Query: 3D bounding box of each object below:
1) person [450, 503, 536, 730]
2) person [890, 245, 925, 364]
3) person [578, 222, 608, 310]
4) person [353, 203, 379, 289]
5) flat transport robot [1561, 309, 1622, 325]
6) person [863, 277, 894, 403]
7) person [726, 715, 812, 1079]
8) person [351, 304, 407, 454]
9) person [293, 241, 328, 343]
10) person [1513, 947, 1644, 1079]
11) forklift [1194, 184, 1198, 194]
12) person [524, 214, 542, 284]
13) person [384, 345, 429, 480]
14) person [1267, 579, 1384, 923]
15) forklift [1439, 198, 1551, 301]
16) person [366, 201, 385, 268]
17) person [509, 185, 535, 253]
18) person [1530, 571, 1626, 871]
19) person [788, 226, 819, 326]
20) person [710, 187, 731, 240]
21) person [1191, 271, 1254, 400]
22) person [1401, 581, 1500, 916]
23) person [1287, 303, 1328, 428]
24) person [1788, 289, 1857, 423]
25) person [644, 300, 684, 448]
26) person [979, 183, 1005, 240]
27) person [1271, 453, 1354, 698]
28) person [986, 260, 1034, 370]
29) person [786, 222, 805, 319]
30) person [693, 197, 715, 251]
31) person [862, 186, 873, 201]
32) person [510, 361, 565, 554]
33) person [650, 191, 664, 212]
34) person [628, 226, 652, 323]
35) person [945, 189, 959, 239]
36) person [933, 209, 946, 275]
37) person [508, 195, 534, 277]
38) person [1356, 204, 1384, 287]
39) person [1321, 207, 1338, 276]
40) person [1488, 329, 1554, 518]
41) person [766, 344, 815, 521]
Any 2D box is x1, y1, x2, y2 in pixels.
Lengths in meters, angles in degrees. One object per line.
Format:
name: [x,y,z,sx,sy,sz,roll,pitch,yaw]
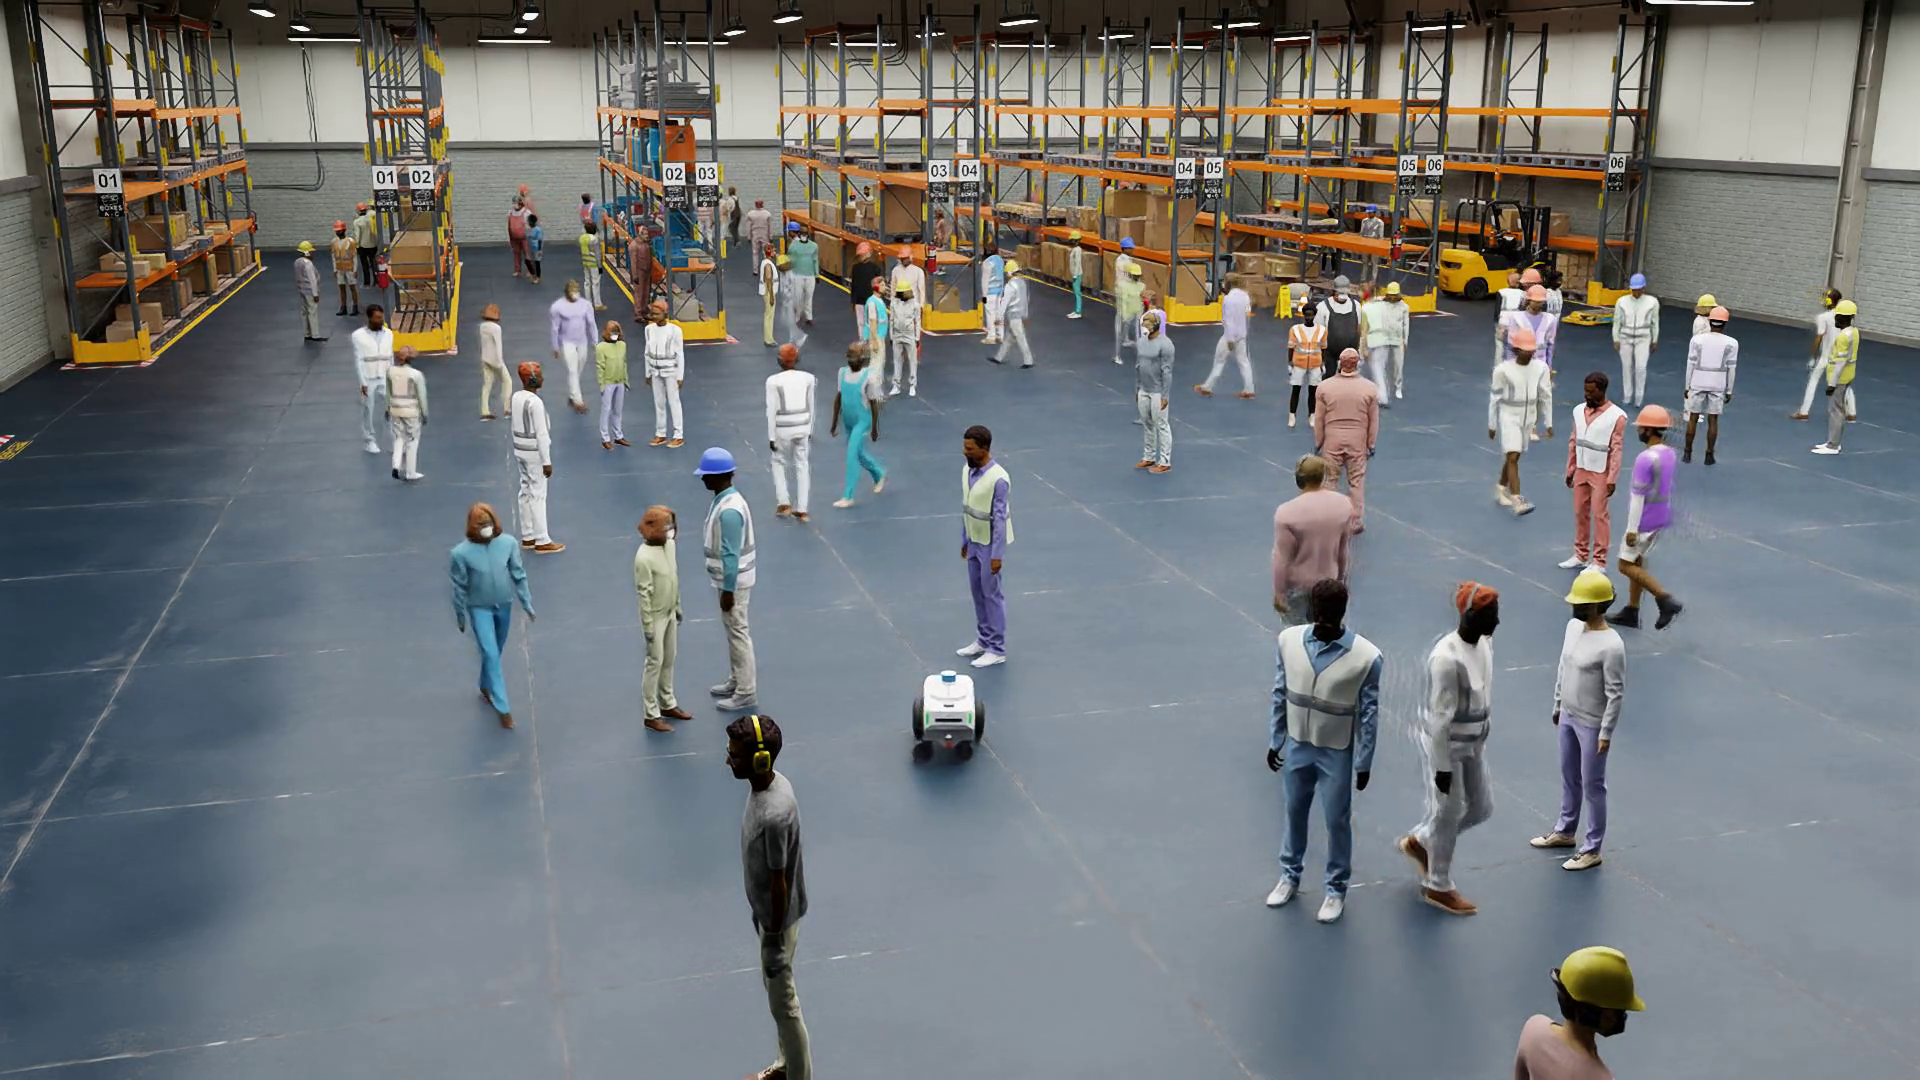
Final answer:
person: [-3.371,0.495,11.938,0.515,1.592,0.842,-12,19,-38]
person: [-0.896,-3.928,27.809,0.622,1.990,0.402,7,16,24]
person: [-7.721,-5.760,34.995,0.620,1.845,0.430,13,19,40]
person: [-13.913,-6.884,38.935,0.397,1.990,0.622,9,17,30]
flat transport robot: [12.731,-4.434,33.013,1.431,0.197,0.652,-6,16,-22]
person: [-1.198,-2.929,24.359,0.434,1.839,0.611,2,15,8]
person: [-0.819,1.627,7.175,0.327,1.861,0.506,-4,15,-14]
person: [-7.211,-1.978,20.692,0.956,1.873,0.606,13,20,40]
person: [-11.870,-4.525,30.358,0.587,1.835,0.403,13,20,41]
person: [1.979,2.139,5.425,0.329,1.764,0.524,-3,15,-12]
forklift: [7.392,-11.333,53.972,1.873,2.768,1.129,-4,15,-15]
person: [-10.203,-6.958,39.820,0.540,1.669,0.384,8,17,26]
person: [-6.424,-1.456,19.248,0.553,1.608,0.470,4,15,14]
person: [1.966,1.114,9.005,0.593,1.910,0.389,10,18,33]
forklift: [11.913,-6.508,37.130,2.313,2.155,1.214,-4,15,-15]
person: [-15.430,-8.050,43.733,0.612,1.782,0.836,1,15,3]
person: [-12.467,-9.140,47.509,0.990,1.940,0.625,-8,17,-27]
person: [3.578,1.031,9.587,0.321,1.766,0.535,-3,15,-12]
person: [-3.041,-5.157,32.546,0.628,1.936,0.375,-7,17,-25]
person: [-6.867,-9.129,47.569,0.596,1.900,0.833,3,15,12]
person: [3.954,-3.017,24.573,1.000,1.887,0.652,9,18,31]
person: [2.684,1.122,9.043,0.455,1.874,0.590,14,20,42]
person: [4.678,-2.351,22.443,0.540,1.695,0.317,1,15,4]
person: [11.975,-2.529,22.910,0.742,1.819,0.544,-2,15,-7]
person: [-3.771,-2.118,21.227,0.581,1.879,0.344,8,17,27]
person: [0.934,-10.368,52.472,0.983,1.779,0.648,9,18,31]
person: [2.531,0.328,11.939,0.640,1.919,0.622,-5,16,-19]
person: [0.843,-3.688,27.318,0.929,1.780,0.595,6,16,21]
person: [-3.310,-5.443,33.595,0.389,1.949,0.604,-3,15,-11]
person: [-7.434,-9.342,48.473,0.621,1.845,0.429,2,15,9]
person: [-2.706,-9.535,49.174,0.511,1.862,0.324,11,18,36]
person: [-4.170,-0.806,16.274,0.359,1.883,0.573,-12,19,-37]
person: [-8.337,-8.755,46.142,0.601,1.919,0.399,14,20,43]
person: [-6.314,-5.279,33.092,0.401,1.896,0.650,5,16,19]
person: [-0.227,-10.335,52.629,0.507,1.627,0.280,5,16,18]
person: [-0.513,-7.528,42.036,0.305,1.637,0.522,-5,16,-20]
person: [-10.968,-7.572,41.431,0.683,2.000,0.535,4,15,14]
person: [9.669,-6.930,39.190,0.602,1.949,0.390,14,20,42]
person: [9.313,-7.508,41.848,0.530,1.697,0.321,7,17,26]
person: [6.005,-1.248,17.752,0.616,1.977,1.077,-3,15,-10]
person: [-1.792,-1.133,17.543,0.582,1.864,0.574,-8,17,-28]
